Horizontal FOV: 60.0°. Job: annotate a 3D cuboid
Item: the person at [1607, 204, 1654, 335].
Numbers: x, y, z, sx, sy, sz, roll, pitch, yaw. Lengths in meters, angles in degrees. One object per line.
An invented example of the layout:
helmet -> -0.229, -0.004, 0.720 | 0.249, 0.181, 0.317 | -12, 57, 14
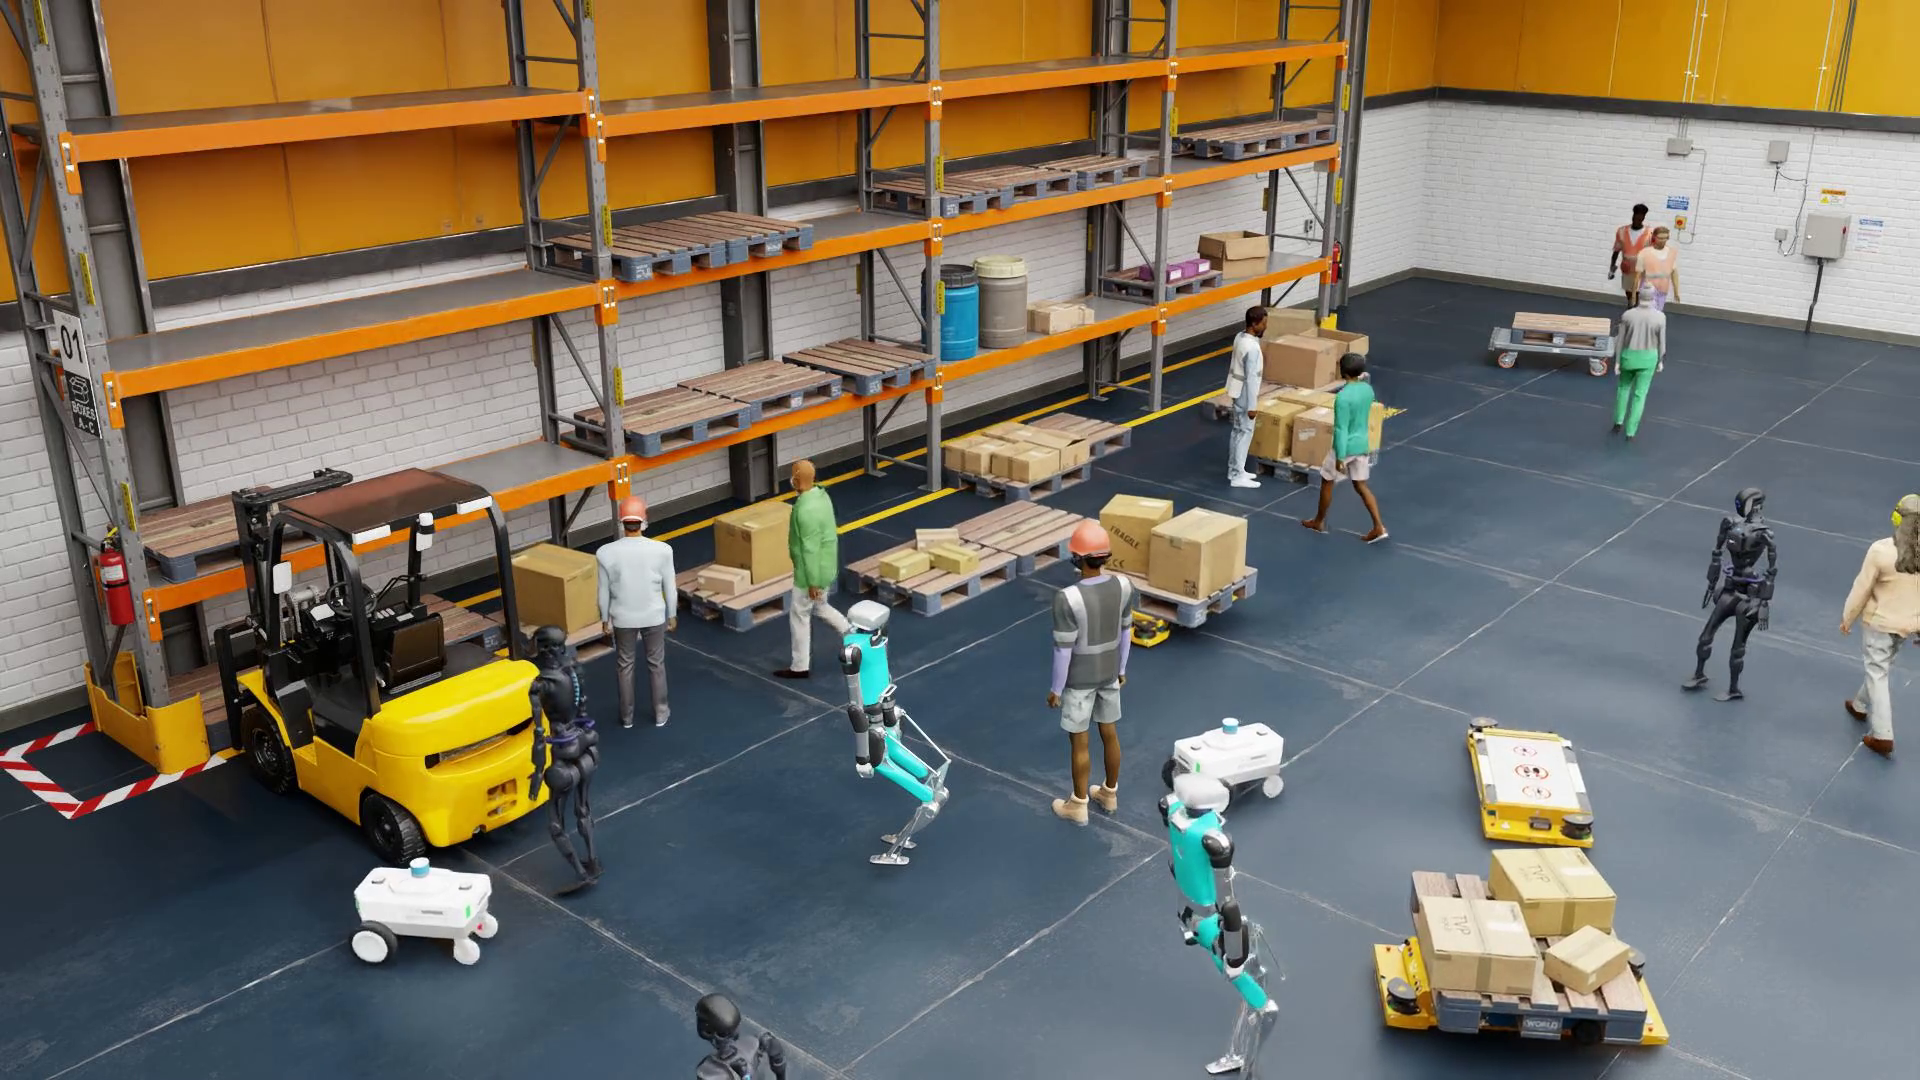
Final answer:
person -> 9.567, -3.851, 23.659 | 0.687, 1.887, 1.081 | 19, 27, 41

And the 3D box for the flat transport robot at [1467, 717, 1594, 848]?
flat transport robot -> 3.810, 1.616, 11.172 | 0.659, 0.231, 1.431 | 4, 21, 11

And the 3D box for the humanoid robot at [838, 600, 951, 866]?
humanoid robot -> -0.334, 1.189, 10.016 | 0.735, 1.677, 0.533 | 7, 21, 18

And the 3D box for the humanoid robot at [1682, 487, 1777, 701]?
humanoid robot -> 5.796, 0.416, 12.391 | 0.370, 1.653, 0.615 | -8, 22, -21

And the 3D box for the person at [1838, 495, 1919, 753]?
person -> 6.587, 0.551, 11.800 | 0.566, 1.837, 0.882 | 0, 20, 0

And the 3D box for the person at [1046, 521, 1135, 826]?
person -> 0.819, 0.855, 10.675 | 0.604, 2.045, 0.382 | -12, 23, -29

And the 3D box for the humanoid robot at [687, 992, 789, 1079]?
humanoid robot -> -0.899, 2.517, 6.737 | 0.589, 1.636, 0.601 | 18, 27, 41

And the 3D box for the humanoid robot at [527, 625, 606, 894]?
humanoid robot -> -2.341, 1.296, 10.008 | 0.409, 1.639, 0.584 | 6, 21, 17

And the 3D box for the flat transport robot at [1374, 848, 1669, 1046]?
flat transport robot -> 3.009, 2.416, 9.005 | 1.431, 0.231, 0.659 | 2, 20, 7

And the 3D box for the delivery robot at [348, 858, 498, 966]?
delivery robot -> -3.063, 2.097, 9.470 | 0.801, 0.604, 0.499 | 2, 20, 7

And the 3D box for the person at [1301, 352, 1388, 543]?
person -> 3.702, -0.872, 15.684 | 0.512, 1.808, 0.932 | -15, 25, -35

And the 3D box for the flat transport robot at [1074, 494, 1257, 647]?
flat transport robot -> 1.728, 0.540, 14.087 | 0.659, 0.231, 1.431 | 16, 26, 37

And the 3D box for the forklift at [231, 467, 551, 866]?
forklift -> -3.730, 0.710, 10.856 | 2.313, 2.155, 1.214 | 17, 26, 38

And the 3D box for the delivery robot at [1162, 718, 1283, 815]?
delivery robot -> 1.777, 1.478, 11.114 | 0.762, 0.582, 0.499 | -9, 22, -22

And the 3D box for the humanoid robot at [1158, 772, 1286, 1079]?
humanoid robot -> 1.367, 1.943, 8.247 | 0.796, 1.820, 0.530 | -9, 22, -23

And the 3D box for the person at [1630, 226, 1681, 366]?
person -> 9.301, -3.301, 22.294 | 0.570, 1.810, 0.800 | -5, 21, -13

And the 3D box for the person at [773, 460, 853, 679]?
person -> -1.072, 0.230, 12.775 | 0.682, 1.755, 0.565 | 4, 21, 11

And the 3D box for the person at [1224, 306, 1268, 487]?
person -> 2.958, -1.481, 17.207 | 0.411, 1.908, 0.596 | -1, 20, -3

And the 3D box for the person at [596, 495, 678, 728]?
person -> -2.321, 0.536, 12.017 | 0.571, 1.710, 0.351 | -4, 21, -10

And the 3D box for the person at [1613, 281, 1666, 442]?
person -> 7.739, -2.061, 18.928 | 0.522, 1.799, 0.783 | 11, 23, 27
